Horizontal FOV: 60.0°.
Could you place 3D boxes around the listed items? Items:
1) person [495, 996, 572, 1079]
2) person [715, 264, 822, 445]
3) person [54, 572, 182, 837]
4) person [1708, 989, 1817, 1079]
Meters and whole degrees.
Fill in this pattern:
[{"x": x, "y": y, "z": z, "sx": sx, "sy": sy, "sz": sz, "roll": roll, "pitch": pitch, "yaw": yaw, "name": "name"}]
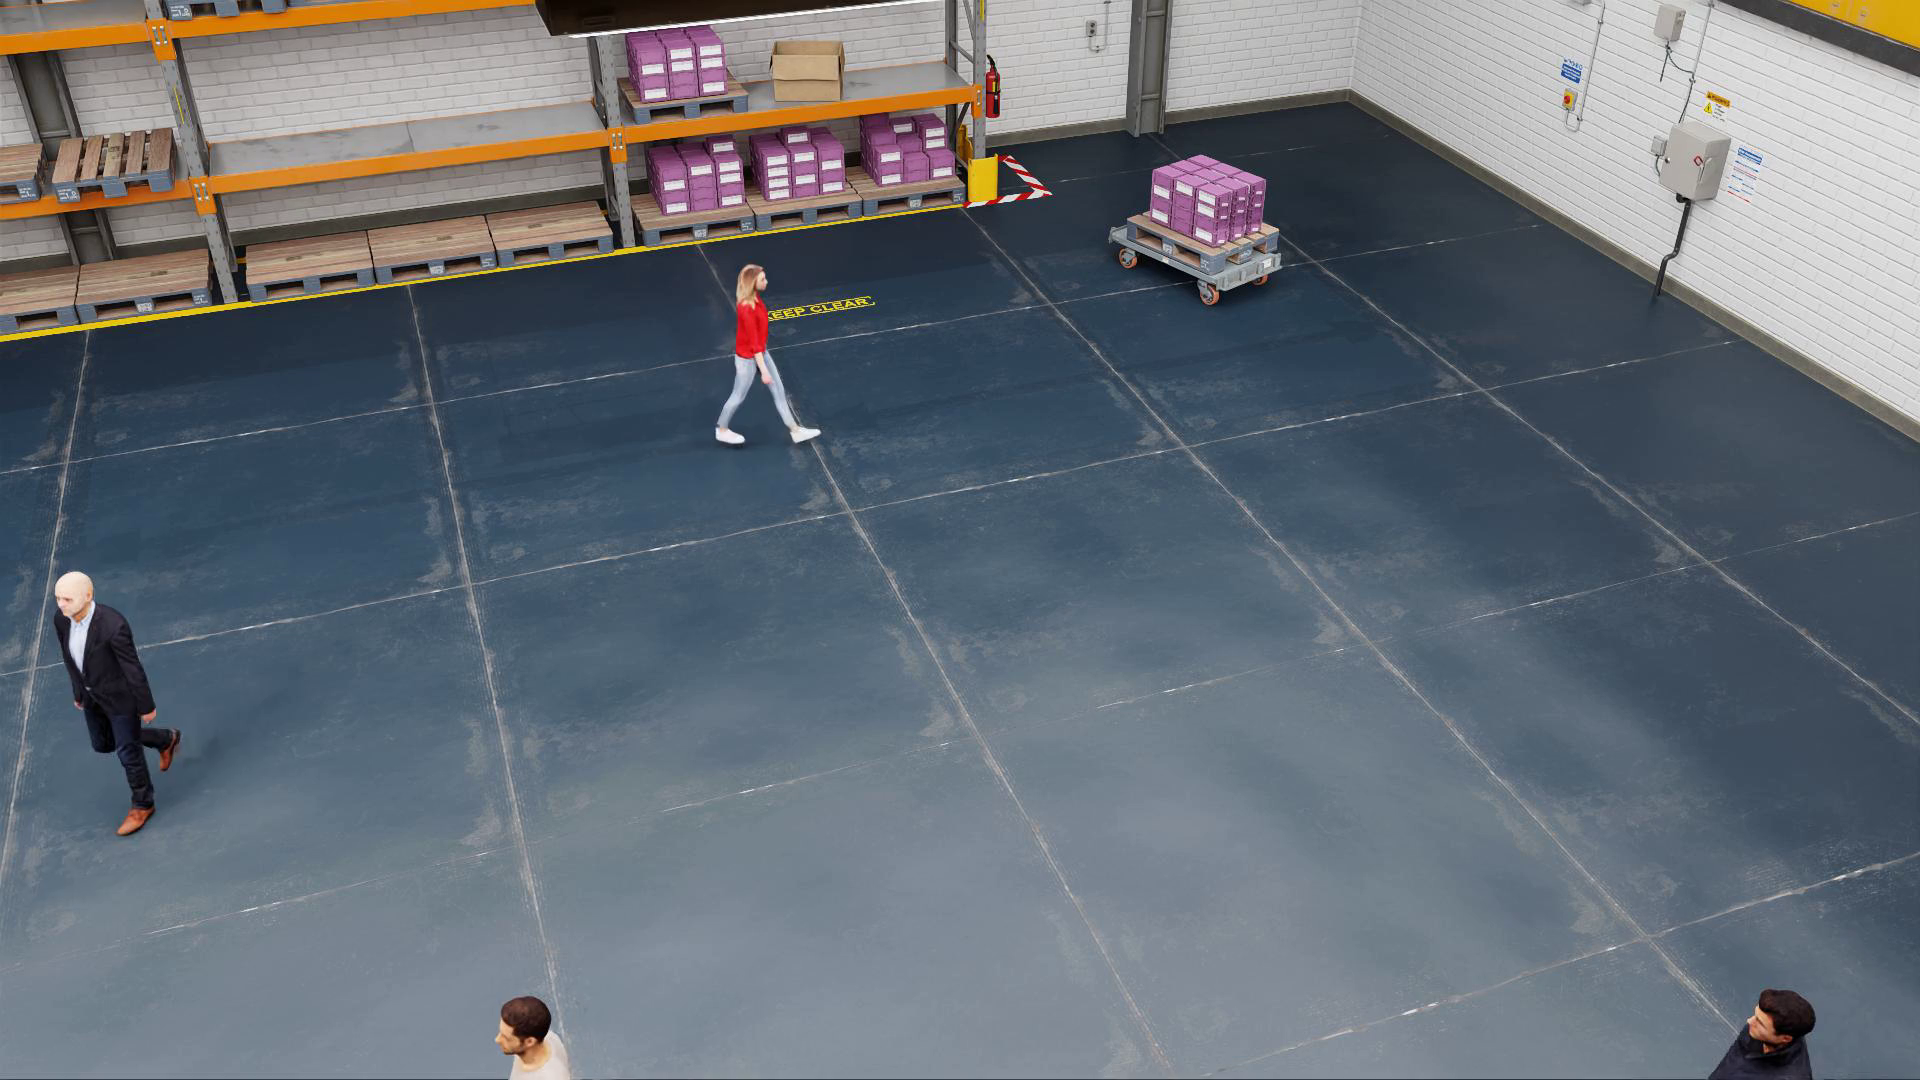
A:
[{"x": -1.689, "y": 2.673, "z": 7.404, "sx": 1.184, "sy": 1.811, "sz": 0.728, "roll": -14, "pitch": 36, "yaw": -20, "name": "person"}, {"x": -1.793, "y": -1.479, "z": 13.795, "sx": 1.225, "sy": 1.651, "sz": 0.940, "roll": 2, "pitch": 34, "yaw": 2, "name": "person"}, {"x": -5.100, "y": 0.899, "z": 10.091, "sx": 1.033, "sy": 1.791, "sz": 1.071, "roll": 11, "pitch": 35, "yaw": 17, "name": "person"}, {"x": 3.533, "y": 2.668, "z": 7.330, "sx": 1.246, "sy": 1.902, "sz": 1.163, "roll": 11, "pitch": 35, "yaw": 16, "name": "person"}]
